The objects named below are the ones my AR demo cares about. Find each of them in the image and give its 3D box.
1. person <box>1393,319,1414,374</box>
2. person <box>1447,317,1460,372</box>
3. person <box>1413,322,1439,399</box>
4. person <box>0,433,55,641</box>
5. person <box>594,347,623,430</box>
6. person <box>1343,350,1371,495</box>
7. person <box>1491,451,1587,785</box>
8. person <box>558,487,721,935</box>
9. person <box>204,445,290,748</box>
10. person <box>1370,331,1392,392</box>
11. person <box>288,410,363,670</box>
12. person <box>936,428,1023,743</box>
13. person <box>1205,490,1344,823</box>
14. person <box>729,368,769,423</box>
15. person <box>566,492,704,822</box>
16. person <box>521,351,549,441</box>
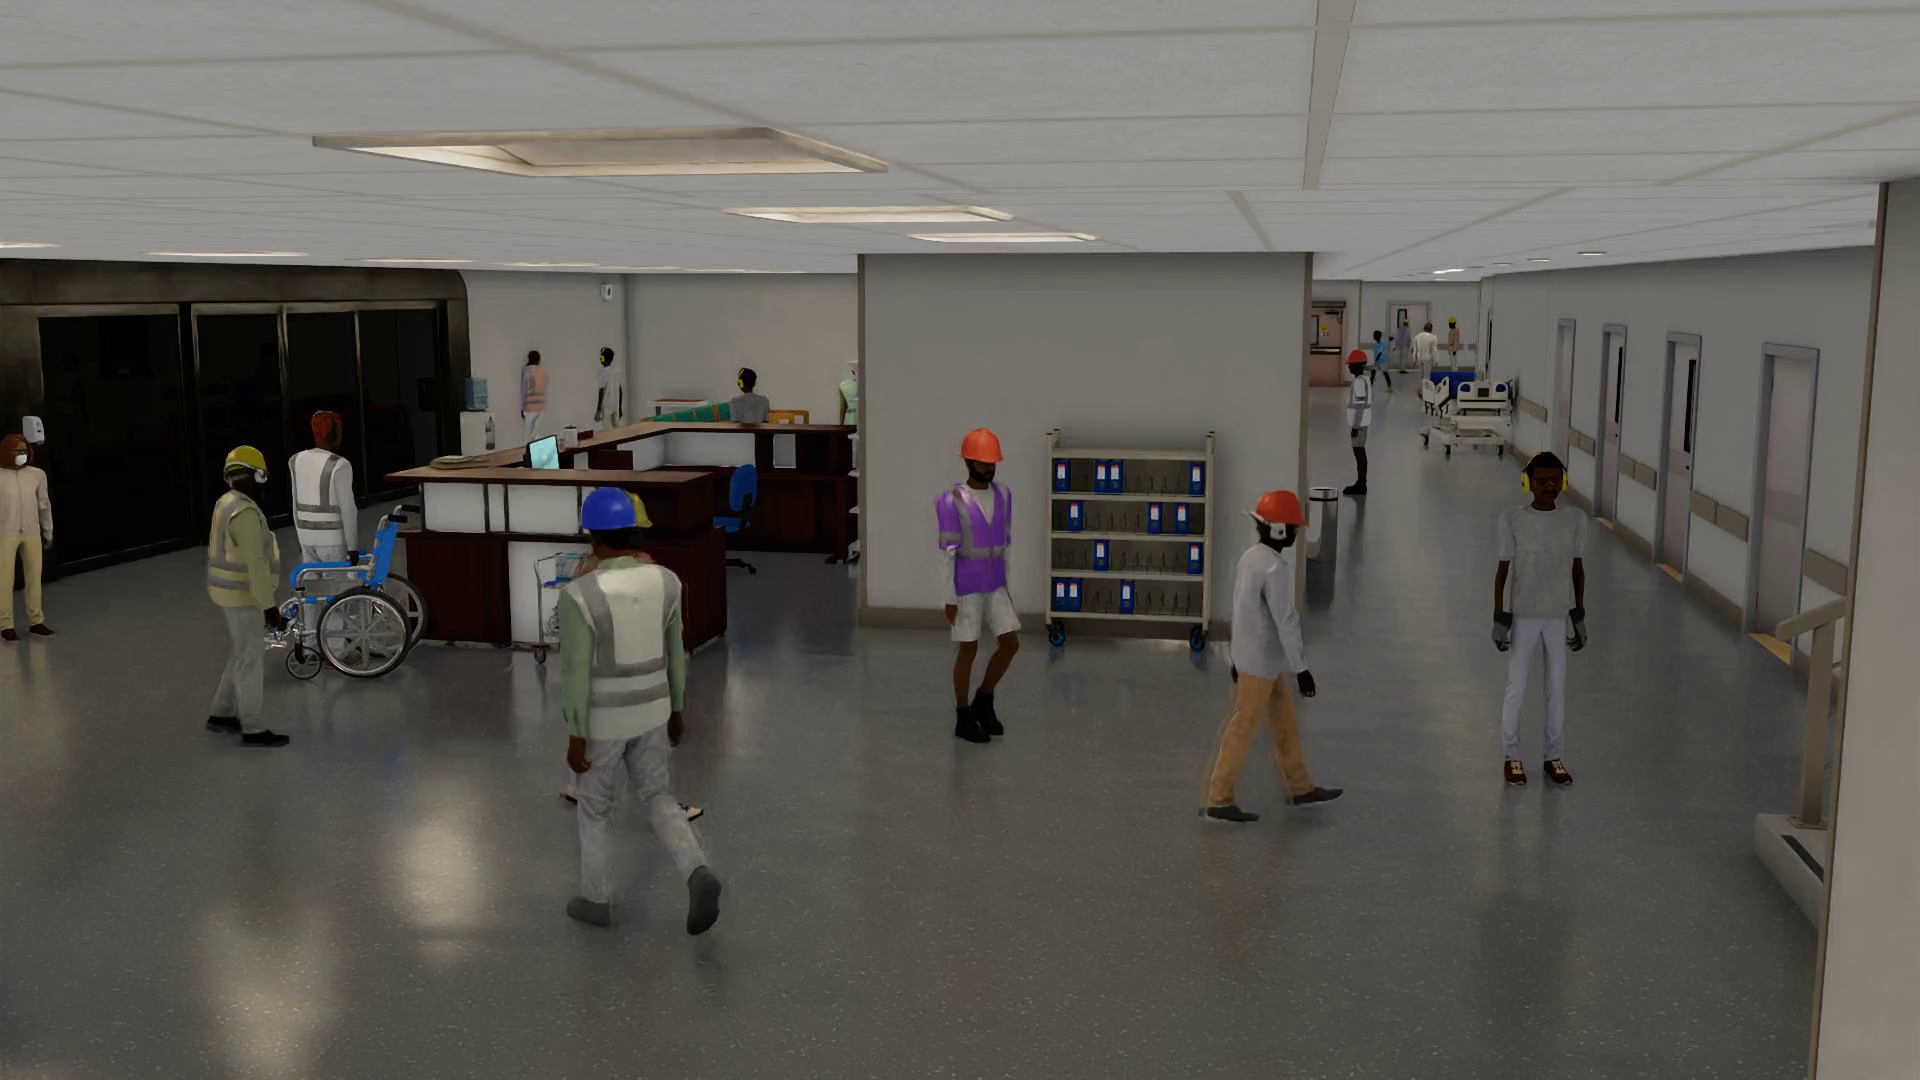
[{"bbox_3d":[14.496,-6.318,54.287,0.663,1.795,0.674,8,12,42],"label":"person"},{"bbox_3d":[14.858,-5.766,50.169,0.395,1.919,0.582,0,9,-1],"label":"person"},{"bbox_3d":[11.721,-4.503,41.765,0.584,1.916,0.654,-7,11,-41],"label":"person"},{"bbox_3d":[-7.372,-0.026,13.039,0.286,1.628,0.505,6,11,35],"label":"person"},{"bbox_3d":[-5.321,-1.980,25.179,0.328,1.874,0.521,6,10,34],"label":"person"},{"bbox_3d":[5.308,-1.574,22.270,0.373,1.934,0.551,3,9,21],"label":"person"},{"bbox_3d":[3.215,0.433,9.212,0.514,1.866,0.338,0,9,1],"label":"person"},{"bbox_3d":[-1.372,0.738,6.991,0.793,1.926,0.620,8,12,43],"label":"person"},{"bbox_3d":[-4.304,0.350,9.959,0.465,1.811,0.760,-5,10,-28],"label":"person"},{"bbox_3d":[11.134,-4.748,44.284,0.919,1.636,0.527,-1,9,-9],"label":"person"},{"bbox_3d":[-4.582,0.003,12.020,0.582,1.878,0.353,4,10,27],"label":"person"},{"bbox_3d":[0.119,0.281,10.019,0.566,1.916,0.434,-6,11,-35],"label":"person"},{"bbox_3d":[1.653,0.609,8.524,0.842,1.714,0.585,0,9,0],"label":"person"},{"bbox_3d":[-2.376,-1.011,18.802,0.508,1.863,0.327,-5,10,-32],"label":"person"},{"bbox_3d":[-1.719,0.605,8.545,0.950,1.712,0.527,4,9,24],"label":"person"},{"bbox_3d":[-6.625,-1.997,25.557,0.468,1.805,0.725,4,9,24],"label":"person"}]
